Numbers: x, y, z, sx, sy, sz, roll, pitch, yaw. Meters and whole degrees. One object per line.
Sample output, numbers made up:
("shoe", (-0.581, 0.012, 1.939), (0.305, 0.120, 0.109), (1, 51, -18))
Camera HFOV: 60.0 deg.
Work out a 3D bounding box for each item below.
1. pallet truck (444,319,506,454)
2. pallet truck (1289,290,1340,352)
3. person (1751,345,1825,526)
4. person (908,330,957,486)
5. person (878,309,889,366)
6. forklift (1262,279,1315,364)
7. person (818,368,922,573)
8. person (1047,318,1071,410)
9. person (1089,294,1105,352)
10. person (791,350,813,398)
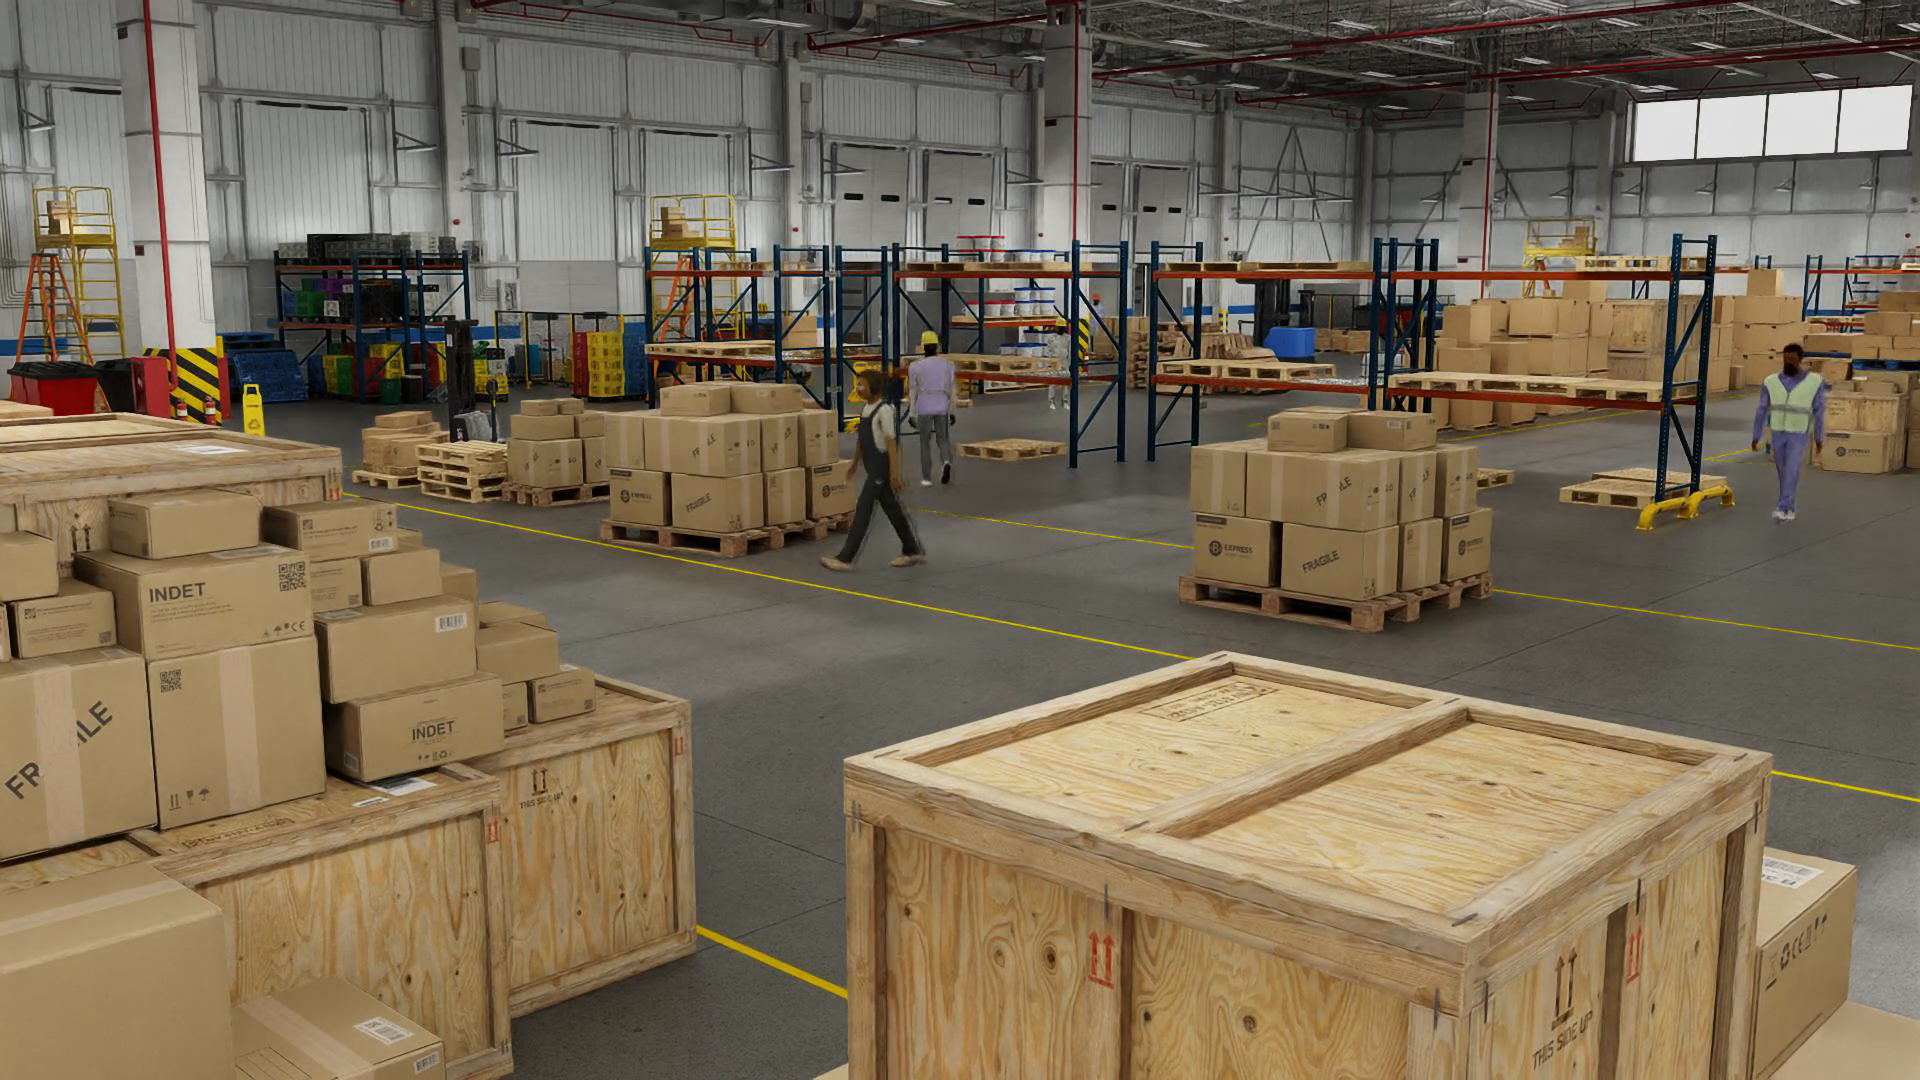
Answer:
("pallet truck", (-6.981, -1.942, 22.150), (1.885, 1.965, 0.823), (1, 9, 9))
("pallet truck", (11.297, -6.951, 52.861), (1.885, 1.965, 0.823), (-5, 11, -29))
("person", (8.570, -1.086, 17.281), (0.623, 1.863, 0.994), (8, 13, 42))
("person", (-0.329, -1.589, 20.239), (0.597, 1.915, 0.584), (-2, 10, -13))
("person", (-2.033, -5.356, 44.207), (0.323, 1.631, 0.523), (1, 9, 4))
("forklift", (8.560, -6.090, 44.881), (1.873, 2.768, 1.129), (9, 13, 43))
("person", (-0.756, -0.609, 14.622), (0.986, 1.797, 0.508), (-3, 10, -20))
("person", (1.886, -3.328, 31.455), (0.486, 1.737, 0.322), (-2, 9, -12))
("person", (4.142, -6.560, 50.796), (0.543, 1.893, 0.924), (1, 9, 7))
("person", (-3.245, -3.706, 33.891), (0.541, 1.684, 0.596), (2, 10, 14))
